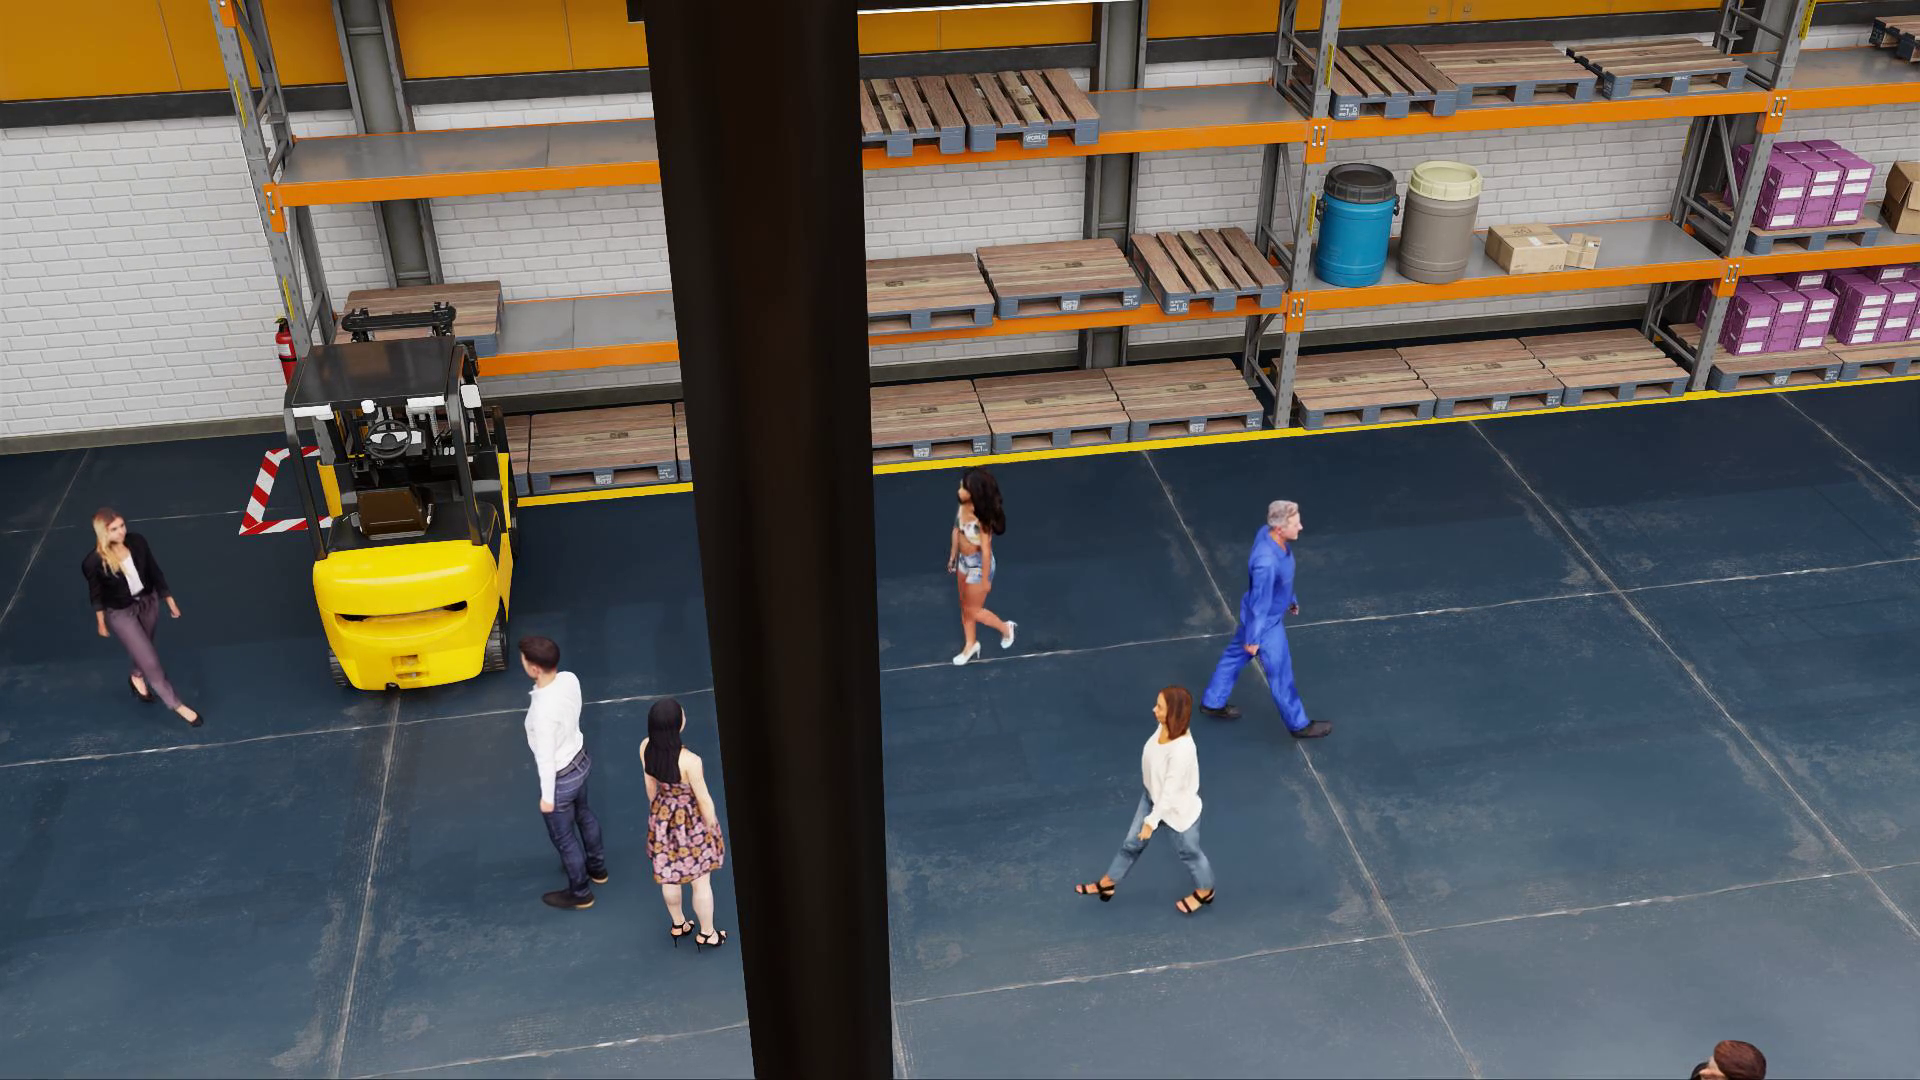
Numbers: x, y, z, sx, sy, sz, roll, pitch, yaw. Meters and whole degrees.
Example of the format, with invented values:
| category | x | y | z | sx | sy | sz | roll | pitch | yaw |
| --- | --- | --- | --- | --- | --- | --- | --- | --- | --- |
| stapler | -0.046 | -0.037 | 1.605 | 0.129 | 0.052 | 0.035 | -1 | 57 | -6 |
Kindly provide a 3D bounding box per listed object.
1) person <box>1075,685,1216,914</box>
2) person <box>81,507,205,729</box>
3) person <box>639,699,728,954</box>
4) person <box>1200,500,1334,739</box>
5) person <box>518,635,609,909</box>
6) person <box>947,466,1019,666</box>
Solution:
| category | x | y | z | sx | sy | sz | roll | pitch | yaw |
| --- | --- | --- | --- | --- | --- | --- | --- | --- | --- |
| person | 1.285 | 1.516 | 9.451 | 1.027 | 1.647 | 0.611 | -5 | 34 | -8 |
| person | -5.525 | 0.482 | 11.029 | 1.128 | 1.623 | 1.025 | 19 | 38 | 26 |
| person | -1.538 | 1.590 | 9.224 | 0.792 | 1.773 | 0.864 | 16 | 37 | 23 |
| person | 1.883 | 0.508 | 10.840 | 1.251 | 1.788 | 1.032 | 7 | 34 | 10 |
| person | -2.258 | 1.330 | 9.536 | 0.704 | 1.861 | 0.699 | 6 | 34 | 9 |
| person | 0.169 | 0.185 | 11.480 | 0.775 | 1.617 | 0.661 | -14 | 36 | -20 |
